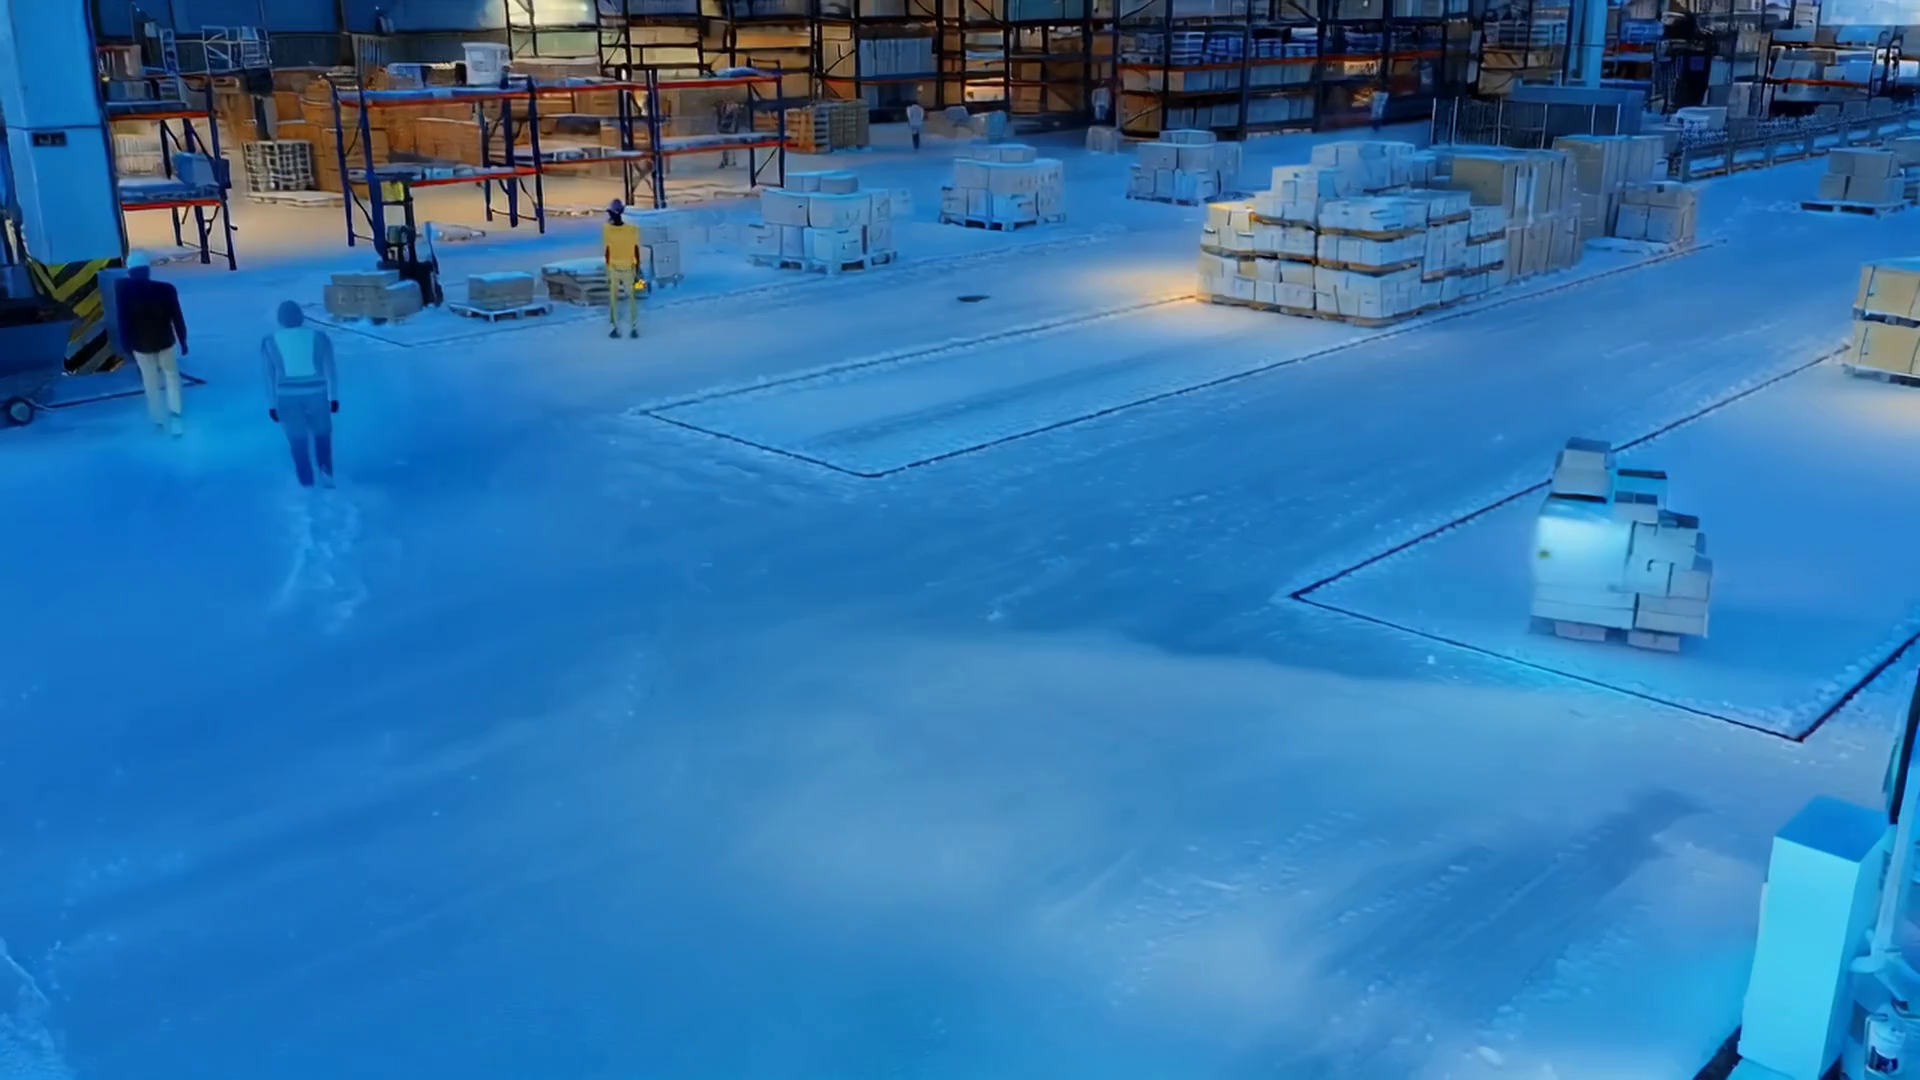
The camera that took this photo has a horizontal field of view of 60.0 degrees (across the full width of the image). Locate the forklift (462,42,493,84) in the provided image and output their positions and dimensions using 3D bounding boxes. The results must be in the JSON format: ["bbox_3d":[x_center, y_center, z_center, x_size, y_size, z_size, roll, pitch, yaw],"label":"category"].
[{"bbox_3d":[-15.832,-14.974,54.895,1.873,2.768,1.129,16,24,41],"label":"forklift"}]

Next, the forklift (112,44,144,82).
[{"bbox_3d":[-26.352,-14.342,52.992,1.873,2.768,1.129,4,19,11],"label":"forklift"}]

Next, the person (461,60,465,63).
[{"bbox_3d":[-18.478,-16.945,62.246,0.632,1.973,0.689,0,18,0],"label":"person"}]

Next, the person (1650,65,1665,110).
[{"bbox_3d":[27.065,-17.574,64.578,0.531,1.698,0.320,-1,18,-4],"label":"person"}]

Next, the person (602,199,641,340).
[{"bbox_3d":[-4.531,-3.612,22.243,0.508,1.872,0.329,-2,18,-5],"label":"person"}]

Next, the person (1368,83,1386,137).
[{"bbox_3d":[13.277,-13.671,52.889,0.885,1.654,0.531,-17,25,-41],"label":"person"}]

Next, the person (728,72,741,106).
[{"bbox_3d":[-7.694,-15.081,56.743,0.411,1.908,0.643,-11,22,-31],"label":"person"}]

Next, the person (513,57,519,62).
[{"bbox_3d":[-17.477,-18.042,65.612,0.371,1.941,0.627,-1,18,-2],"label":"person"}]

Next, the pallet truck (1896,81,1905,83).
[{"bbox_3d":[34.802,-16.331,61.455,0.653,1.274,1.630,17,25,41],"label":"pallet truck"}]

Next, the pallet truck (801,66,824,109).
[{"bbox_3d":[-4.812,-15.182,56.903,0.823,1.965,1.885,-9,21,-26],"label":"pallet truck"}]

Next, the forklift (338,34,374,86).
[{"bbox_3d":[-23.320,-18.344,65.050,1.129,2.768,1.873,17,25,41],"label":"forklift"}]

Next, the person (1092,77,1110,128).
[{"bbox_3d":[4.366,-13.429,51.773,0.555,1.910,0.892,6,19,18],"label":"person"}]

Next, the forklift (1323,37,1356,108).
[{"bbox_3d":[13.646,-17.002,61.007,1.129,2.768,1.873,17,25,41],"label":"forklift"}]

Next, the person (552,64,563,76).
[{"bbox_3d":[-16.140,-18.178,66.514,0.530,1.610,0.644,10,21,28],"label":"person"}]

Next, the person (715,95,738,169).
[{"bbox_3d":[-6.071,-10.618,43.303,0.584,1.908,0.389,1,18,4],"label":"person"}]

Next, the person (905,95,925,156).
[{"bbox_3d":[-1.303,-11.747,47.100,0.540,1.645,0.884,-7,20,-21],"label":"person"}]

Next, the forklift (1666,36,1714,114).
[{"bbox_3d":[27.341,-17.291,61.877,1.129,2.768,1.873,17,25,41],"label":"forklift"}]

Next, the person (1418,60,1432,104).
[{"bbox_3d":[19.070,-18.738,67.994,0.536,1.757,0.528,-13,22,-33],"label":"person"}]

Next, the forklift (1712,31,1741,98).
[{"bbox_3d":[31.668,-19.684,69.086,1.129,2.768,1.873,17,25,41],"label":"forklift"}]

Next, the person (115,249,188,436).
[{"bbox_3d":[-8.414,-2.045,17.372,0.625,1.966,0.816,-7,20,-21],"label":"person"}]

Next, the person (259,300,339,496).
[{"bbox_3d":[-6.059,-1.295,15.316,0.648,1.832,0.436,-8,20,-23],"label":"person"}]

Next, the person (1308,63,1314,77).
[{"bbox_3d":[14.761,-19.230,69.265,0.661,1.887,0.509,4,19,11],"label":"person"}]

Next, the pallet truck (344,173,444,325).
[{"bbox_3d":[-8.209,-4.181,23.757,0.823,1.965,1.885,3,19,9],"label":"pallet truck"}]

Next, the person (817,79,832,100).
[{"bbox_3d":[-4.822,-15.948,59.358,0.608,1.918,1.024,12,22,31],"label":"person"}]
